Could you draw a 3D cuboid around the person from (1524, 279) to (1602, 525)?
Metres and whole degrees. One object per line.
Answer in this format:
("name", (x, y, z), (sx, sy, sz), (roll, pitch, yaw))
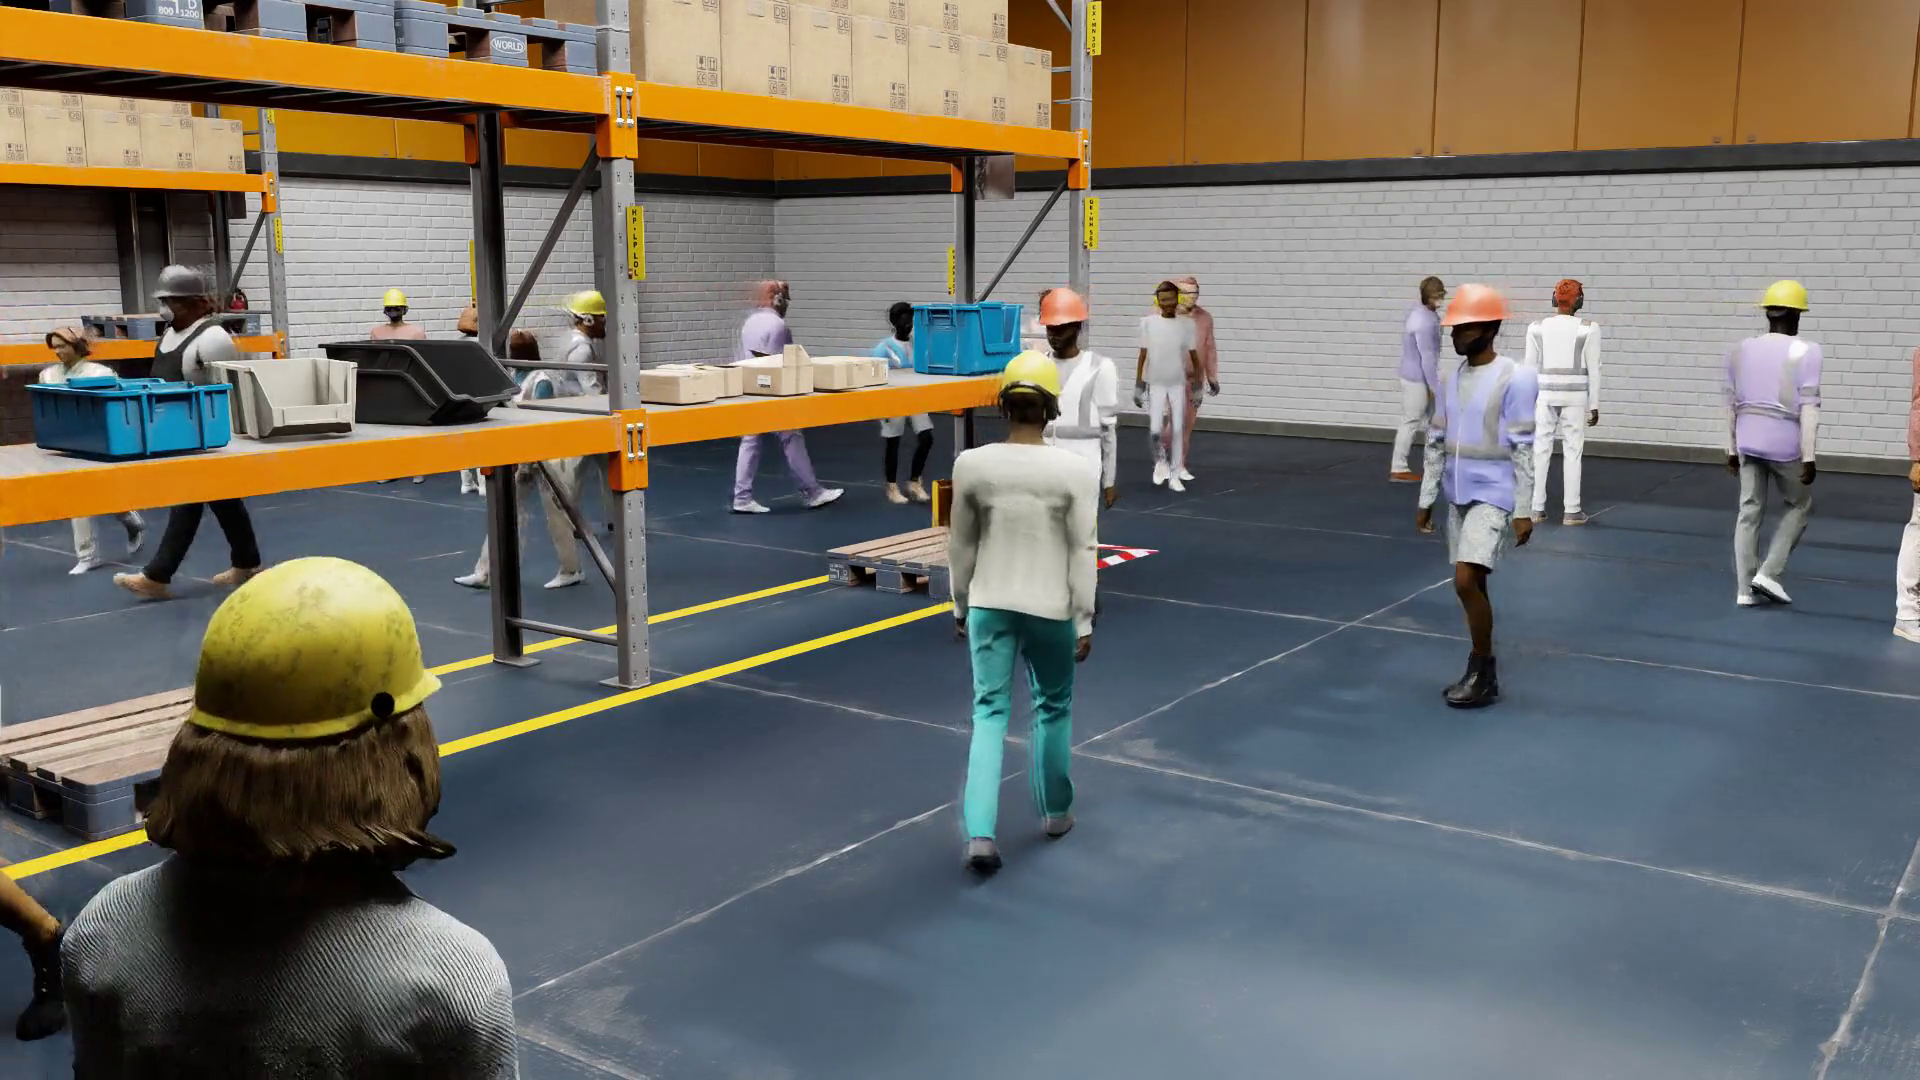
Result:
("person", (4.635, -1.057, 12.806), (0.581, 1.882, 0.351), (7, 12, 35))

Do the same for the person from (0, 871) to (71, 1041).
("person", (-2.490, 0.425, 3.955), (0.554, 1.903, 0.951), (6, 11, 31))

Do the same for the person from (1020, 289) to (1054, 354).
("person", (0.763, -1.248, 14.215), (0.631, 1.801, 0.922), (-3, 10, -15))

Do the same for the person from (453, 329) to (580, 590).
("person", (-2.689, -0.460, 10.085), (0.539, 1.601, 0.836), (9, 13, 43))

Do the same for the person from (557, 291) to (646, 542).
("person", (-2.576, -0.873, 11.955), (0.746, 1.804, 0.591), (-1, 10, -8))

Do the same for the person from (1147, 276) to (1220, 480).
("person", (2.075, -1.471, 15.276), (0.638, 1.884, 0.471), (-6, 11, -30))

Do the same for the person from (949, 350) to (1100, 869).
("person", (0.198, 0.245, 5.583), (0.531, 1.754, 0.805), (2, 10, 14))

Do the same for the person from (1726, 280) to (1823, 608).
("person", (4.727, -0.546, 9.665), (0.429, 1.908, 0.629), (-6, 11, -30))

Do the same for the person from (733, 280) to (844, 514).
("person", (-1.428, -1.141, 13.369), (0.980, 1.854, 0.655), (-6, 11, -32))

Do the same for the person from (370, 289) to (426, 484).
("person", (-5.094, -1.383, 15.094), (0.531, 1.768, 0.311), (0, 10, 1))

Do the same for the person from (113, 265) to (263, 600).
("person", (-4.725, -0.680, 10.091), (1.009, 2.000, 0.694), (-9, 13, -43))

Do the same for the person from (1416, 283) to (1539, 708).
("person", (2.308, -0.191, 7.538), (0.569, 1.914, 0.566), (-5, 11, -25))

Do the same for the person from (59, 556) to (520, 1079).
("person", (-0.650, 0.876, 1.724), (0.506, 1.731, 0.375), (3, 10, 15))

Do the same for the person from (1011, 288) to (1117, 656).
("person", (0.557, -0.387, 8.808), (0.562, 1.893, 0.999), (5, 11, 28))

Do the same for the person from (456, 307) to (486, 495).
("person", (-4.187, -1.202, 14.410), (0.505, 1.633, 0.279), (7, 12, 35))

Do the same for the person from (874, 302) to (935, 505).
("person", (-0.445, -1.115, 13.731), (0.563, 1.678, 0.485), (-8, 12, -39))

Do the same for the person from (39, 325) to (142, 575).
("person", (-5.707, -0.602, 10.902), (0.525, 1.620, 0.557), (0, 10, 1))

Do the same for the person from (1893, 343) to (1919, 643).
("person", (5.304, -0.445, 8.832), (0.612, 1.991, 0.392), (-3, 10, -18))

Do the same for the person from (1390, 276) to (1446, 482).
("person", (4.213, -1.426, 15.007), (0.632, 1.885, 0.716), (5, 11, 26))

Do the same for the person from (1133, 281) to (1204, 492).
("person", (1.836, -1.339, 14.580), (0.645, 1.849, 0.416), (0, 10, 0))
